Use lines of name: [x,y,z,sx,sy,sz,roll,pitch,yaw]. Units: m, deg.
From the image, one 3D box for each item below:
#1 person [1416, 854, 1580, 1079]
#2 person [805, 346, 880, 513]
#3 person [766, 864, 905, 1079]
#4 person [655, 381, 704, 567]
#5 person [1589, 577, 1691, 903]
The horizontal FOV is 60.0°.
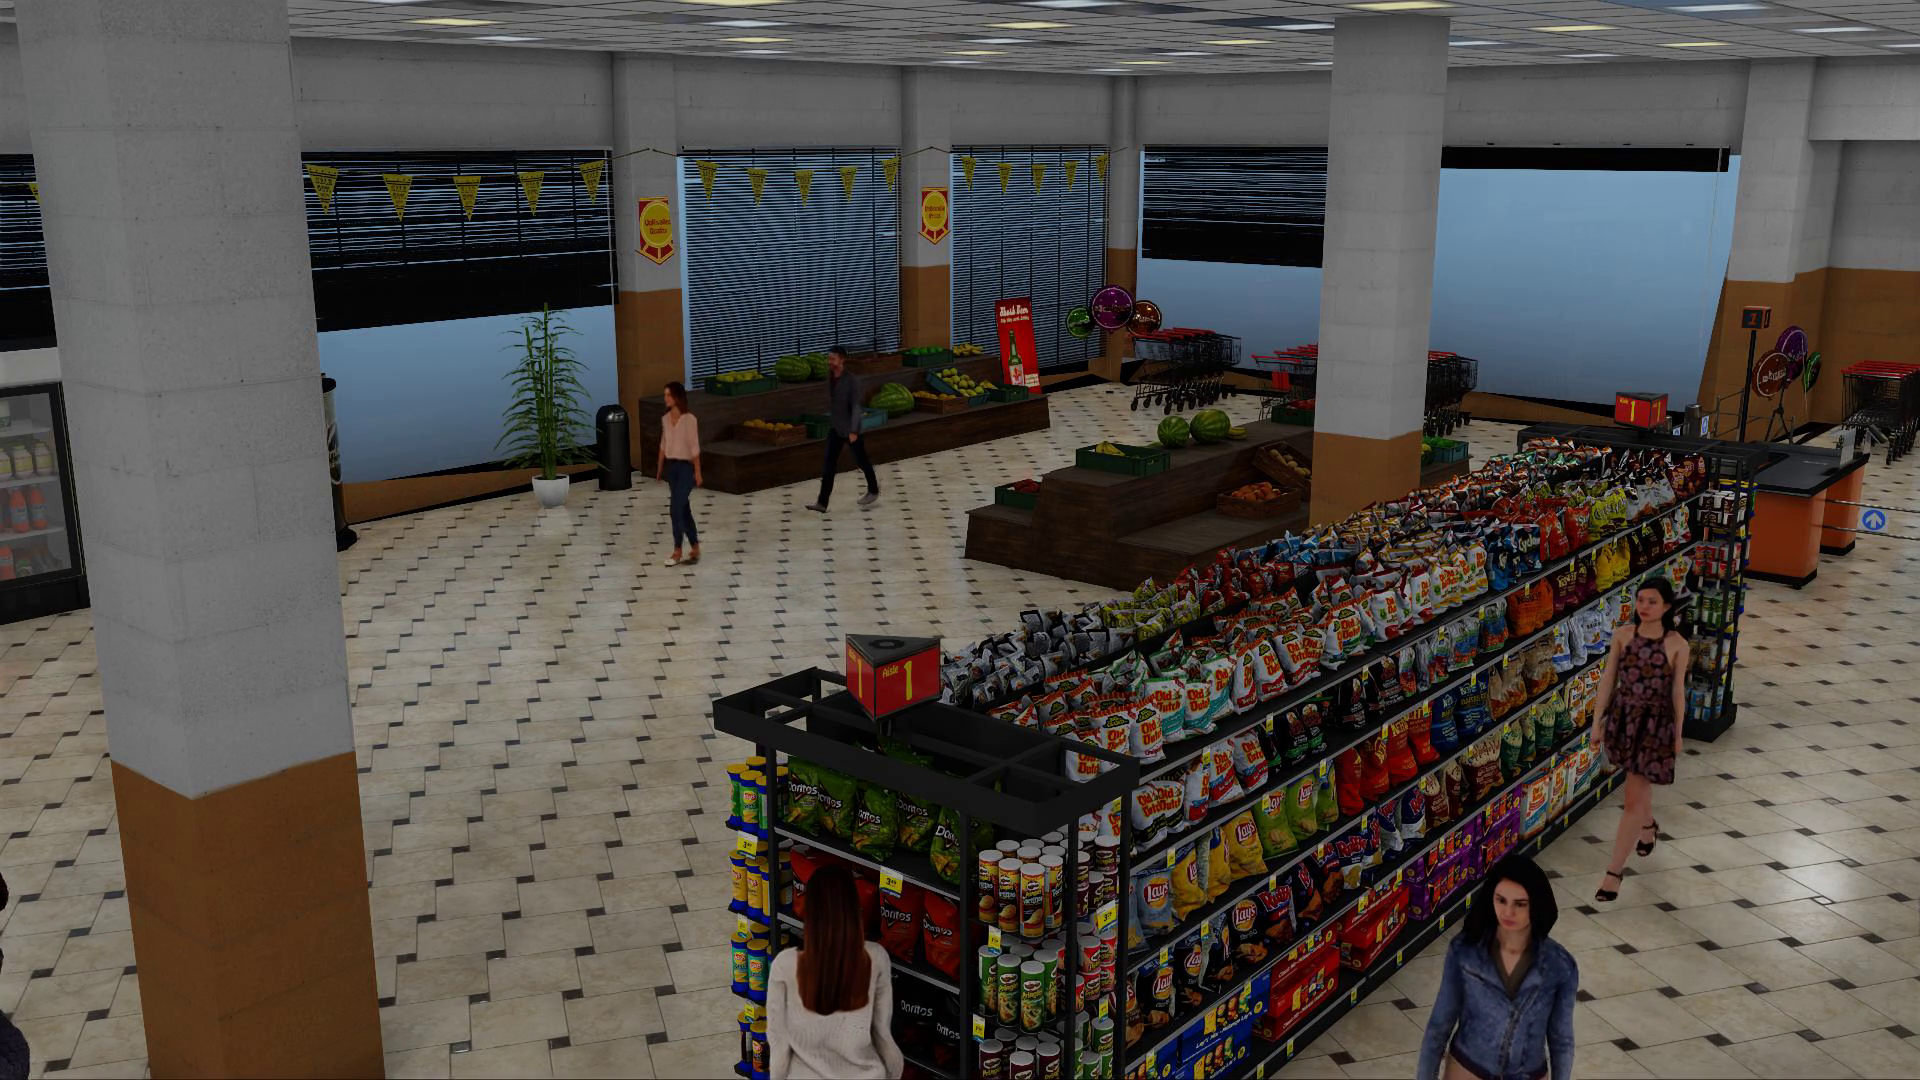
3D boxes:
person: [1.843,1.879,5.681,0.736,1.741,1.046,8,16,31]
person: [-1.192,-1.195,18.210,0.679,1.809,1.229,11,18,39]
person: [-0.426,1.908,5.668,0.685,1.692,0.765,-3,14,-11]
person: [-2.613,-0.647,16.023,0.604,1.774,0.747,11,17,38]
person: [3.740,1.060,9.095,0.616,1.724,1.145,11,18,39]
